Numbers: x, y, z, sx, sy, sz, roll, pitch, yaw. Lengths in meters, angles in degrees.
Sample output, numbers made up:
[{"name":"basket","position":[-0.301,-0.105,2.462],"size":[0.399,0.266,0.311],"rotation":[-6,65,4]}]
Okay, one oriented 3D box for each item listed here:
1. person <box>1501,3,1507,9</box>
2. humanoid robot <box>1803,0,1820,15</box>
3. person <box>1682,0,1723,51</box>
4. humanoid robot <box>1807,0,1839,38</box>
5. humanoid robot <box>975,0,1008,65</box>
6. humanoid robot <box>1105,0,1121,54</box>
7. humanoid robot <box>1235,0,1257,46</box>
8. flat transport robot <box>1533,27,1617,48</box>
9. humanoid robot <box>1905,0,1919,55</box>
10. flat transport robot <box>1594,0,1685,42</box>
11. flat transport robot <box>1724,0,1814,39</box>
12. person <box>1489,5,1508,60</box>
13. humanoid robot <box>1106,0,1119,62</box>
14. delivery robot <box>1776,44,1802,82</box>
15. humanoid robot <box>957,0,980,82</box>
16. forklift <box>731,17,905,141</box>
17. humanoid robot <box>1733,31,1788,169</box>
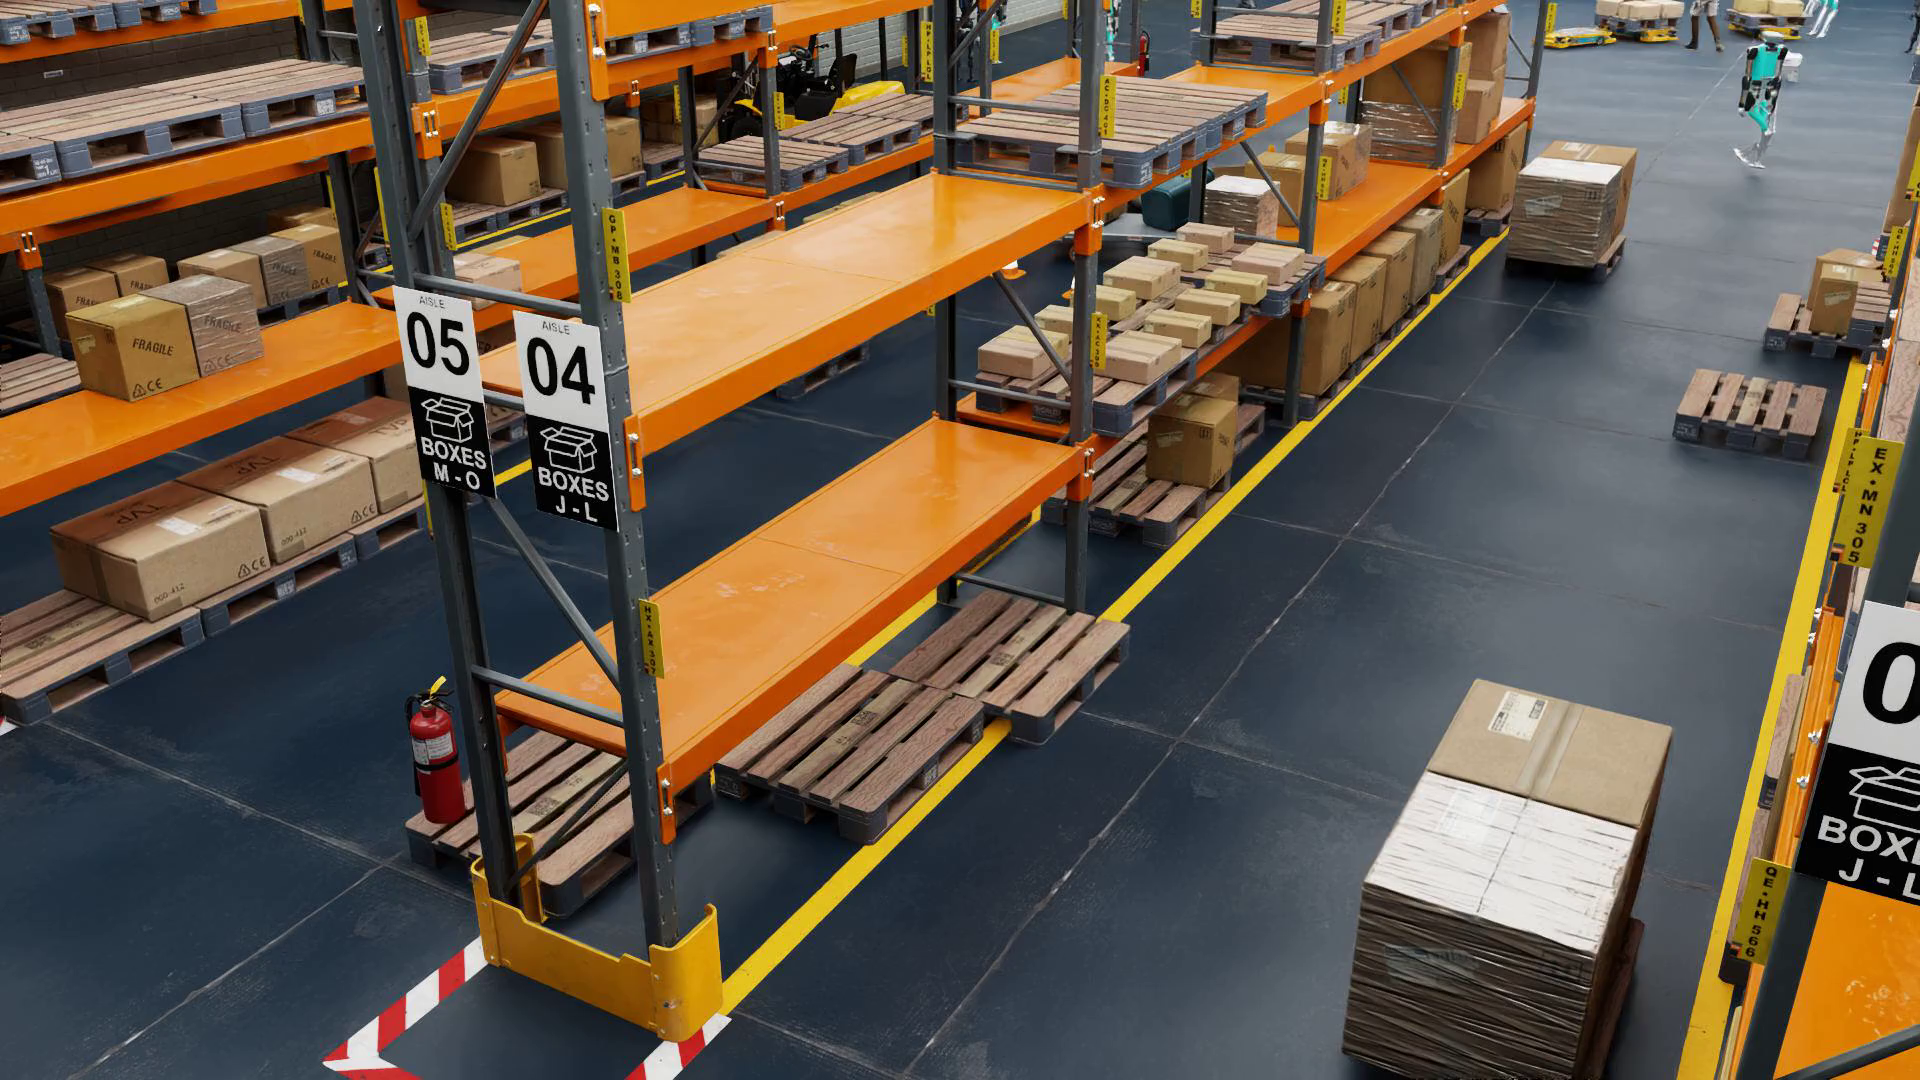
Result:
[{"name":"person","position":[9.435,-9.568,29.355],"size":[0.536,1.889,0.620],"rotation":[15,30,28]},{"name":"humanoid robot","position":[16.415,-10.824,32.105],"size":[0.750,1.743,0.531],"rotation":[0,26,0]},{"name":"person","position":[13.303,-9.629,29.451],"size":[0.634,1.929,0.695],"rotation":[-10,28,-21]},{"name":"humanoid robot","position":[16.184,-10.269,30.917],"size":[0.728,1.731,0.536],"rotation":[-16,30,-29]},{"name":"humanoid robot","position":[0.458,-8.788,27.756],"size":[0.533,1.677,0.735],"rotation":[14,29,26]},{"name":"humanoid robot","position":[2.541,-9.476,29.317],"size":[0.701,1.760,0.540],"rotation":[-12,28,-23]},{"name":"humanoid robot","position":[4.420,-7.877,26.088],"size":[0.372,1.642,0.597],"rotation":[21,33,37]},{"name":"flat transport robot","position":[11.263,-9.194,30.447],"size":[1.431,0.231,0.659],"rotation":[-13,28,-24]},{"name":"humanoid robot","position":[16.944,-9.270,29.028],"size":[0.609,1.622,0.777],"rotation":[2,26,3]},{"name":"flat transport robot","position":[12.619,-9.508,31.098],"size":[0.659,0.231,1.431],"rotation":[-11,28,-22]},{"name":"flat transport robot","position":[15.175,-9.624,31.340],"size":[0.659,0.231,1.431],"rotation":[-2,26,-4]},{"name":"person","position":[7.546,-7.093,24.192],"size":[0.671,1.902,0.890],"rotation":[-16,30,-30]},{"name":"humanoid robot","position":[2.282,-8.121,26.617],"size":[0.534,1.839,0.805],"rotation":[1,26,1]},{"name":"delivery robot","position":[13.335,-7.793,27.222],"size":[0.811,0.610,0.499],"rotation":[8,27,17]},{"name":"humanoid robot","position":[0.080,-8.290,26.927],"size":[0.599,1.657,0.315],"rotation":[14,29,26]},{"name":"forklift","position":[-1.819,-5.975,21.543],"size":[2.313,2.155,1.214],"rotation":[14,29,26]},{"name":"humanoid robot","position":[10.241,-5.544,21.153],"size":[0.546,1.738,0.982],"rotation":[-5,26,-10]}]
